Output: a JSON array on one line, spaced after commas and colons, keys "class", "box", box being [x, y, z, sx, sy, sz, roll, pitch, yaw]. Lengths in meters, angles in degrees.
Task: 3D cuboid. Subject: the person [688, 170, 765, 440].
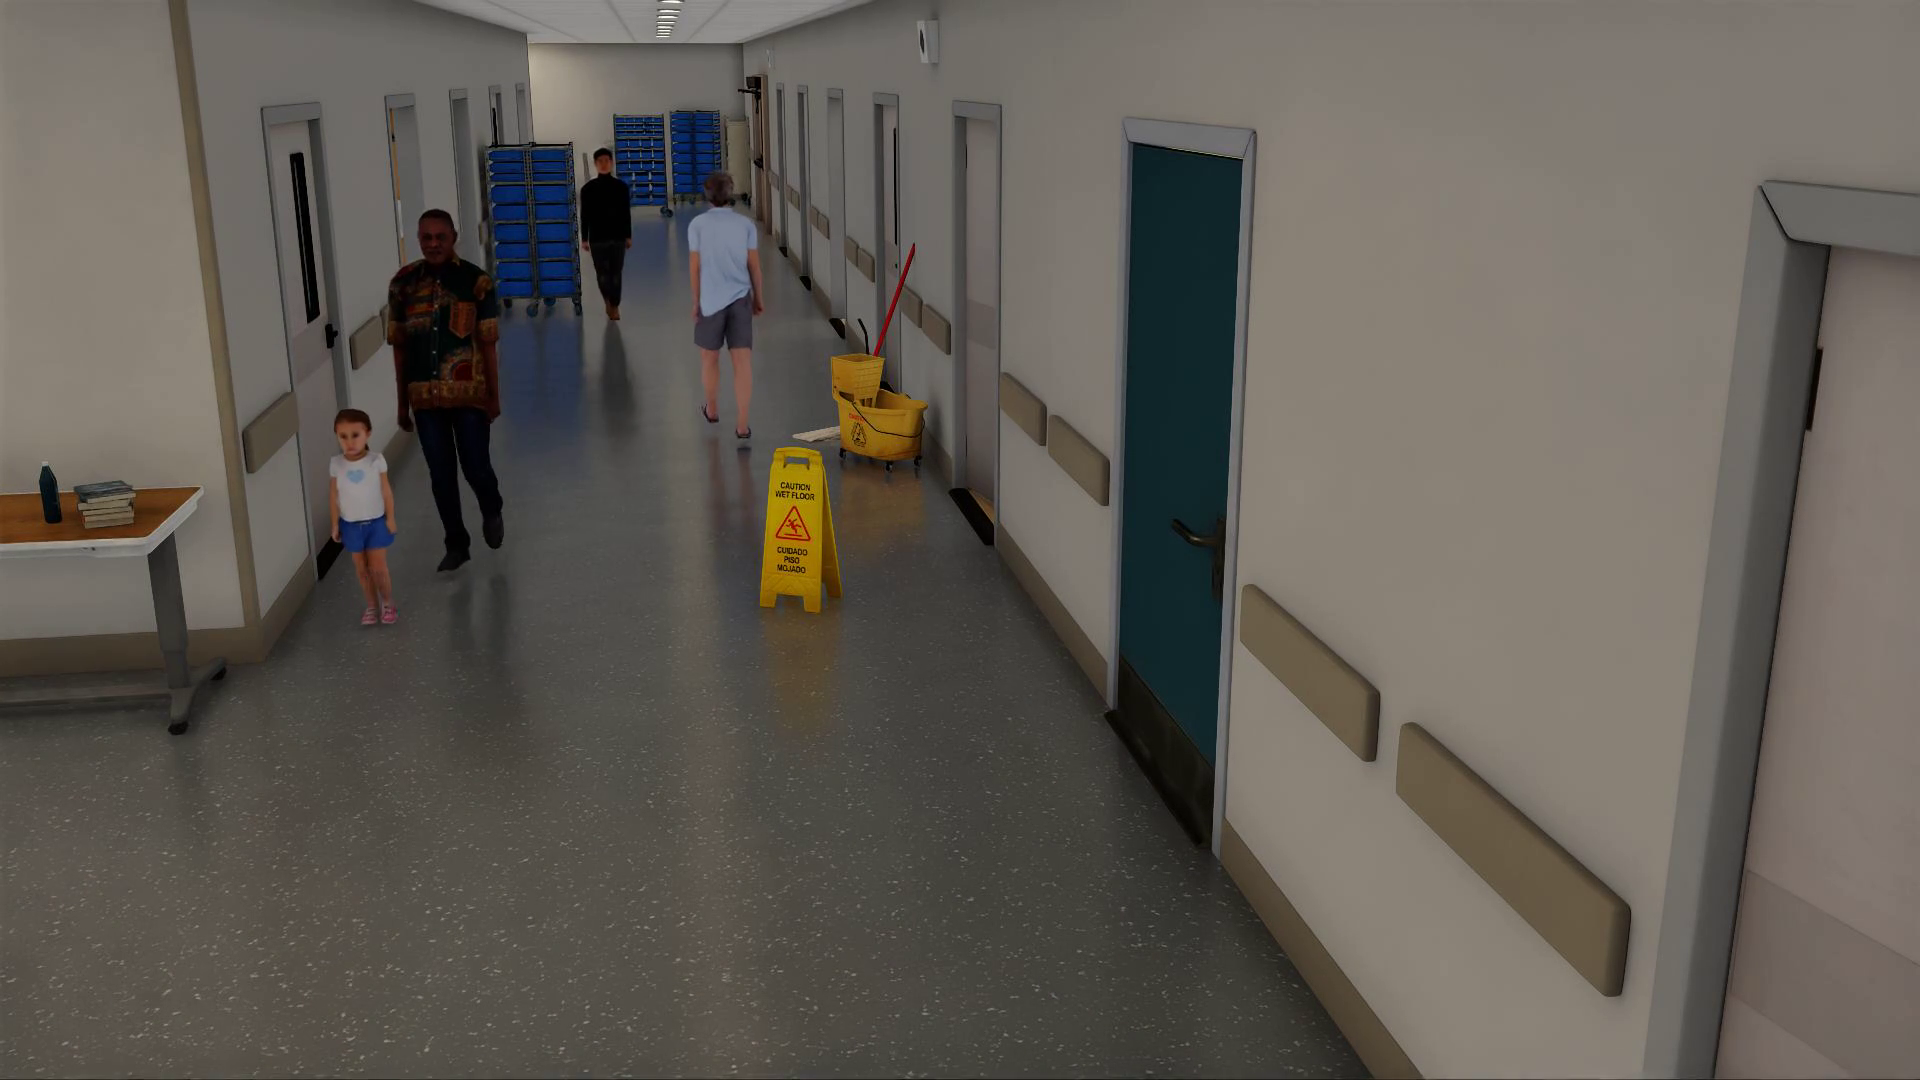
[{"class": "person", "box": [-1.585, -1.556, 11.319, 0.694, 1.783, 1.158, -3, 16, -12]}]

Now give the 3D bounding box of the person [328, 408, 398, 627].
[{"class": "person", "box": [-2.723, -0.115, 7.624, 0.432, 1.014, 0.451, -1, 16, -4]}]

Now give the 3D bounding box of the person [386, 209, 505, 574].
[{"class": "person", "box": [-2.561, -0.758, 8.390, 0.743, 1.796, 0.865, 0, 16, -2]}]

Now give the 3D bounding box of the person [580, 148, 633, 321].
[{"class": "person", "box": [-3.605, -3.108, 16.972, 0.668, 1.703, 1.067, -2, 16, -8]}]
